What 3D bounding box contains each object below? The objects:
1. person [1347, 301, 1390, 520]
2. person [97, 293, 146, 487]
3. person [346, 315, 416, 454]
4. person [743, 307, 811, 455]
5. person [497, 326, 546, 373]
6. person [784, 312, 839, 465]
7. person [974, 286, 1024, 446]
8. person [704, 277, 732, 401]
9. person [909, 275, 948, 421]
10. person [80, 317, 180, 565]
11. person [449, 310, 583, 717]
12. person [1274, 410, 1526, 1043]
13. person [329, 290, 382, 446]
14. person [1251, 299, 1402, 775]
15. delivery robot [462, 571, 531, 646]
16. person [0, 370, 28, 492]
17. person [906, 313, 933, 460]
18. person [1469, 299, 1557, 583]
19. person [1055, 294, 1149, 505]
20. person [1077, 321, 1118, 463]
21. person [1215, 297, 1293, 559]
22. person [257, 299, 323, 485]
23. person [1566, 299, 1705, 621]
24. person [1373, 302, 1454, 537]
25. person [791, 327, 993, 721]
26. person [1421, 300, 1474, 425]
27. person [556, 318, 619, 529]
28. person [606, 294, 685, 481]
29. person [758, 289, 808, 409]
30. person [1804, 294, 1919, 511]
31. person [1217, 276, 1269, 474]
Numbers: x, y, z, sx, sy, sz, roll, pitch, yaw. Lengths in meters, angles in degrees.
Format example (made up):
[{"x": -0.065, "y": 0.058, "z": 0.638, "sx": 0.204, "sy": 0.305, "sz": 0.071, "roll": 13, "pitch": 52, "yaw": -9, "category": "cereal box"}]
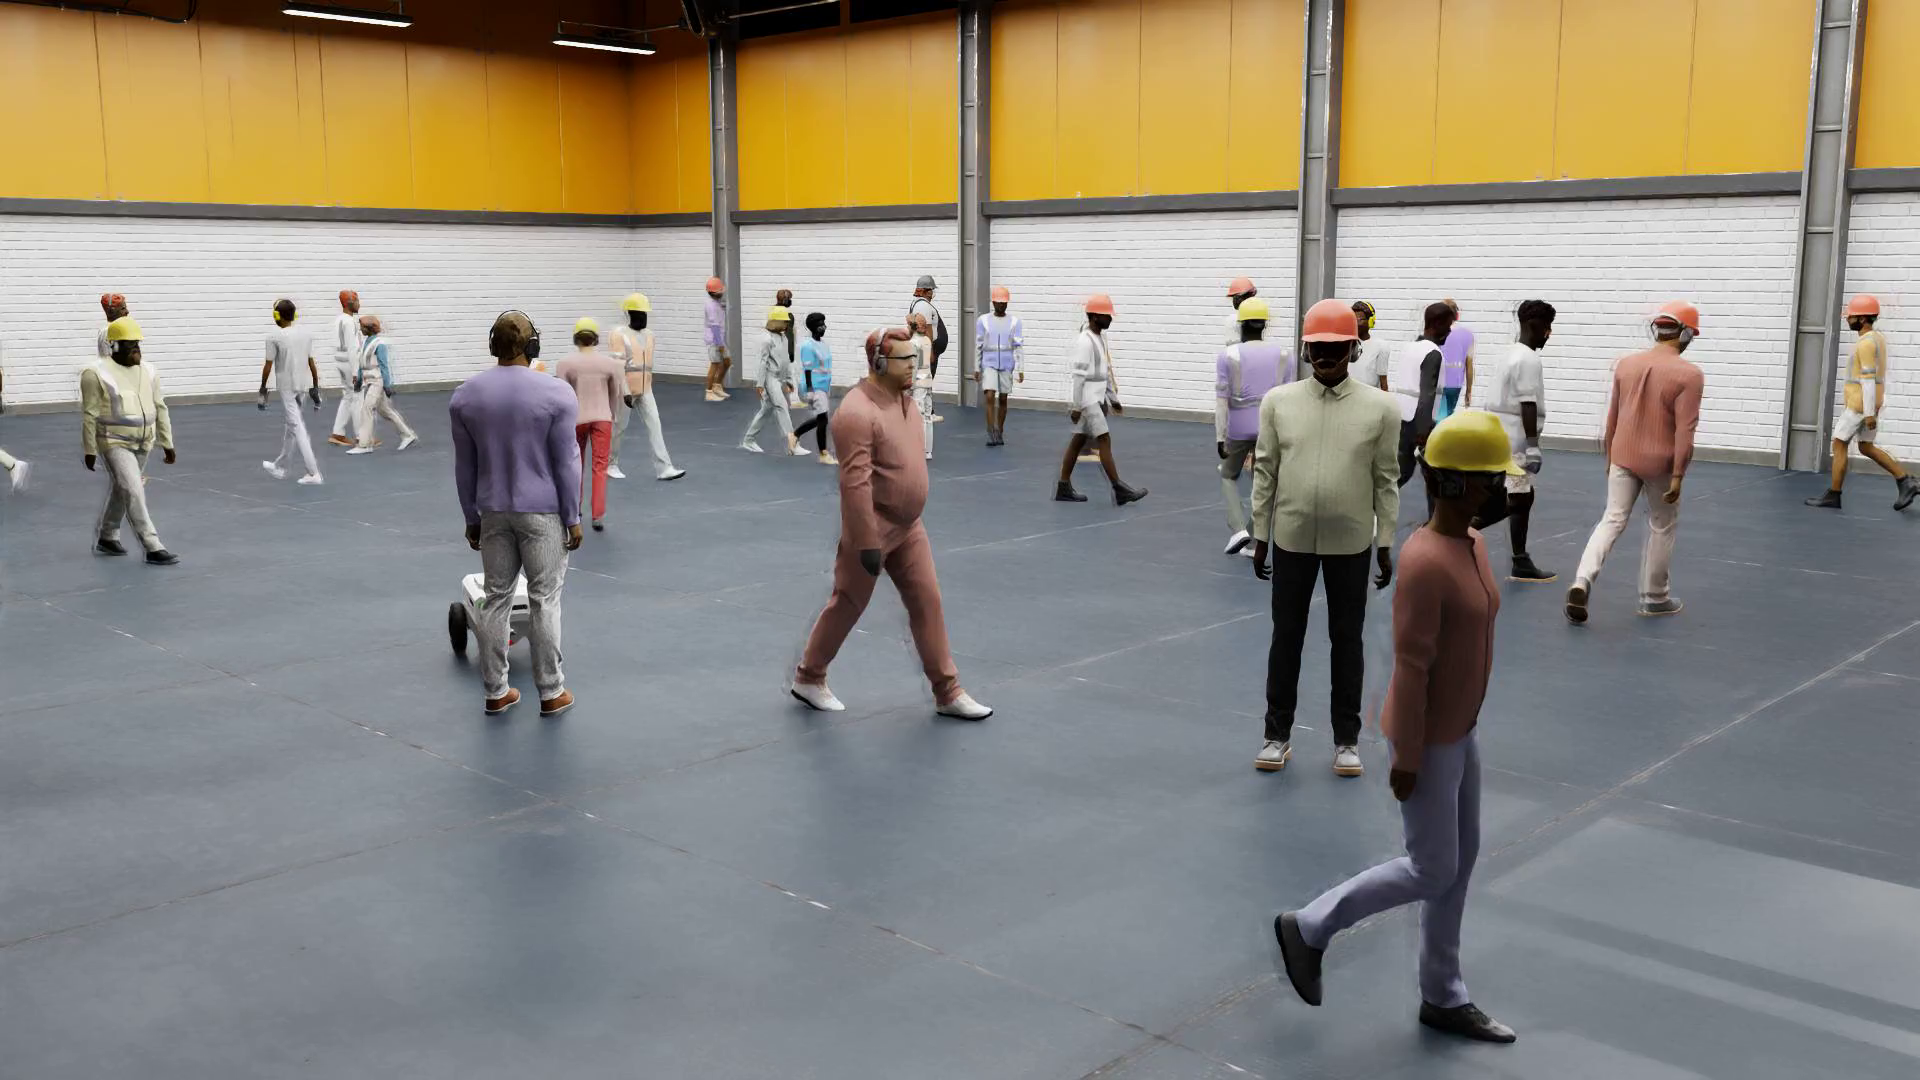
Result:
[{"x": 3.329, "y": -1.045, "z": 13.795, "sx": 0.329, "sy": 1.861, "sz": 0.507, "roll": -8, "pitch": 12, "yaw": -39, "category": "person"}, {"x": -8.206, "y": -1.459, "z": 16.233, "sx": 0.344, "sy": 1.882, "sz": 0.584, "roll": -4, "pitch": 10, "yaw": -22, "category": "person"}, {"x": -6.718, "y": -1.810, "z": 19.262, "sx": 0.830, "sy": 1.598, "sz": 0.498, "roll": -7, "pitch": 11, "yaw": -35, "category": "person"}, {"x": -2.144, "y": -1.824, "z": 19.070, "sx": 0.925, "sy": 1.691, "sz": 0.495, "roll": 3, "pitch": 10, "yaw": 19, "category": "person"}, {"x": -3.812, "y": -1.021, "z": 14.244, "sx": 0.573, "sy": 1.656, "sz": 0.624, "roll": 5, "pitch": 11, "yaw": 28, "category": "person"}, {"x": -1.622, "y": -1.642, "z": 18.037, "sx": 0.646, "sy": 1.676, "sz": 0.540, "roll": 3, "pitch": 10, "yaw": 18, "category": "person"}, {"x": 0.479, "y": -2.049, "z": 19.771, "sx": 0.583, "sy": 1.904, "sz": 0.836, "roll": -1, "pitch": 9, "yaw": -3, "category": "person"}, {"x": -3.885, "y": -3.181, "z": 26.512, "sx": 0.464, "sy": 1.986, "sz": 0.724, "roll": 1, "pitch": 9, "yaw": 6, "category": "person"}, {"x": -0.436, "y": -2.680, "z": 23.243, "sx": 0.538, "sy": 2.000, "sz": 0.684, "roll": -2, "pitch": 10, "yaw": -15, "category": "person"}, {"x": -6.047, "y": -0.725, "z": 12.070, "sx": 0.941, "sy": 1.785, "sz": 0.611, "roll": 4, "pitch": 10, "yaw": 23, "category": "person"}, {"x": -2.087, "y": -0.116, "z": 7.882, "sx": 0.623, "sy": 1.932, "sz": 0.369, "roll": 2, "pitch": 9, "yaw": 11, "category": "person"}, {"x": 1.237, "y": 0.512, "z": 4.557, "sx": 0.560, "sy": 1.756, "sz": 0.530, "roll": 6, "pitch": 11, "yaw": 31, "category": "person"}, {"x": -7.289, "y": -2.048, "z": 19.917, "sx": 0.481, "sy": 1.893, "sz": 0.583, "roll": -6, "pitch": 11, "yaw": -31, "category": "person"}, {"x": 1.524, "y": -0.005, "z": 6.985, "sx": 0.609, "sy": 1.995, "sz": 0.378, "roll": 3, "pitch": 10, "yaw": 15, "category": "person"}, {"x": -2.492, "y": 0.333, "z": 9.025, "sx": 0.477, "sy": 0.478, "sz": 0.707, "roll": -4, "pitch": 10, "yaw": -22, "category": "delivery robot"}, {"x": -9.003, "y": -1.297, "z": 15.401, "sx": 0.683, "sy": 1.836, "sz": 0.559, "roll": 1, "pitch": 9, "yaw": 7, "category": "person"}, {"x": -0.457, "y": -1.664, "z": 18.237, "sx": 0.313, "sy": 1.642, "sz": 0.513, "roll": 3, "pitch": 10, "yaw": 20, "category": "person"}, {"x": 3.659, "y": -0.658, "z": 11.210, "sx": 0.723, "sy": 1.924, "sz": 0.677, "roll": 1, "pitch": 9, "yaw": 9, "category": "person"}, {"x": 1.283, "y": -1.255, "z": 14.971, "sx": 0.957, "sy": 1.891, "sz": 0.568, "roll": 2, "pitch": 10, "yaw": 15, "category": "person"}, {"x": 1.520, "y": -1.747, "z": 18.202, "sx": 0.571, "sy": 1.825, "sz": 0.510, "roll": -3, "pitch": 10, "yaw": -16, "category": "person"}, {"x": 2.126, "y": -0.806, "z": 12.142, "sx": 0.596, "sy": 1.912, "sz": 0.412, "roll": -1, "pitch": 9, "yaw": -8, "category": "person"}, {"x": -6.679, "y": -1.460, "z": 16.451, "sx": 0.956, "sy": 1.810, "sz": 0.554, "roll": 5, "pitch": 11, "yaw": 29, "category": "person"}, {"x": 4.041, "y": -0.457, "z": 9.936, "sx": 0.934, "sy": 1.949, "sz": 0.672, "roll": -6, "pitch": 11, "yaw": -34, "category": "person"}, {"x": 3.533, "y": -0.919, "z": 13.006, "sx": 0.889, "sy": 1.874, "sz": 0.628, "roll": -1, "pitch": 9, "yaw": -4, "category": "person"}, {"x": -0.377, "y": -0.071, "z": 7.834, "sx": 1.009, "sy": 1.860, "sz": 0.669, "roll": 5, "pitch": 11, "yaw": 29, "category": "person"}, {"x": 4.913, "y": -1.550, "z": 17.056, "sx": 0.572, "sy": 1.802, "sz": 0.939, "roll": -2, "pitch": 9, "yaw": -11, "category": "person"}, {"x": -3.077, "y": -0.966, "z": 13.745, "sx": 0.523, "sy": 1.714, "sz": 0.949, "roll": -3, "pitch": 10, "yaw": -15, "category": "person"}, {"x": -3.236, "y": -1.522, "z": 16.665, "sx": 1.009, "sy": 1.872, "sz": 0.594, "roll": 7, "pitch": 12, "yaw": 37, "category": "person"}, {"x": -2.693, "y": -2.885, "z": 25.166, "sx": 0.652, "sy": 1.830, "sz": 0.652, "roll": -7, "pitch": 12, "yaw": -37, "category": "person"}, {"x": 7.991, "y": -1.195, "z": 14.570, "sx": 0.845, "sy": 1.911, "sz": 0.545, "roll": 7, "pitch": 12, "yaw": 39, "category": "person"}, {"x": 2.920, "y": -1.706, "z": 17.273, "sx": 0.608, "sy": 2.042, "sz": 0.375, "roll": -9, "pitch": 13, "yaw": -43, "category": "person"}]
